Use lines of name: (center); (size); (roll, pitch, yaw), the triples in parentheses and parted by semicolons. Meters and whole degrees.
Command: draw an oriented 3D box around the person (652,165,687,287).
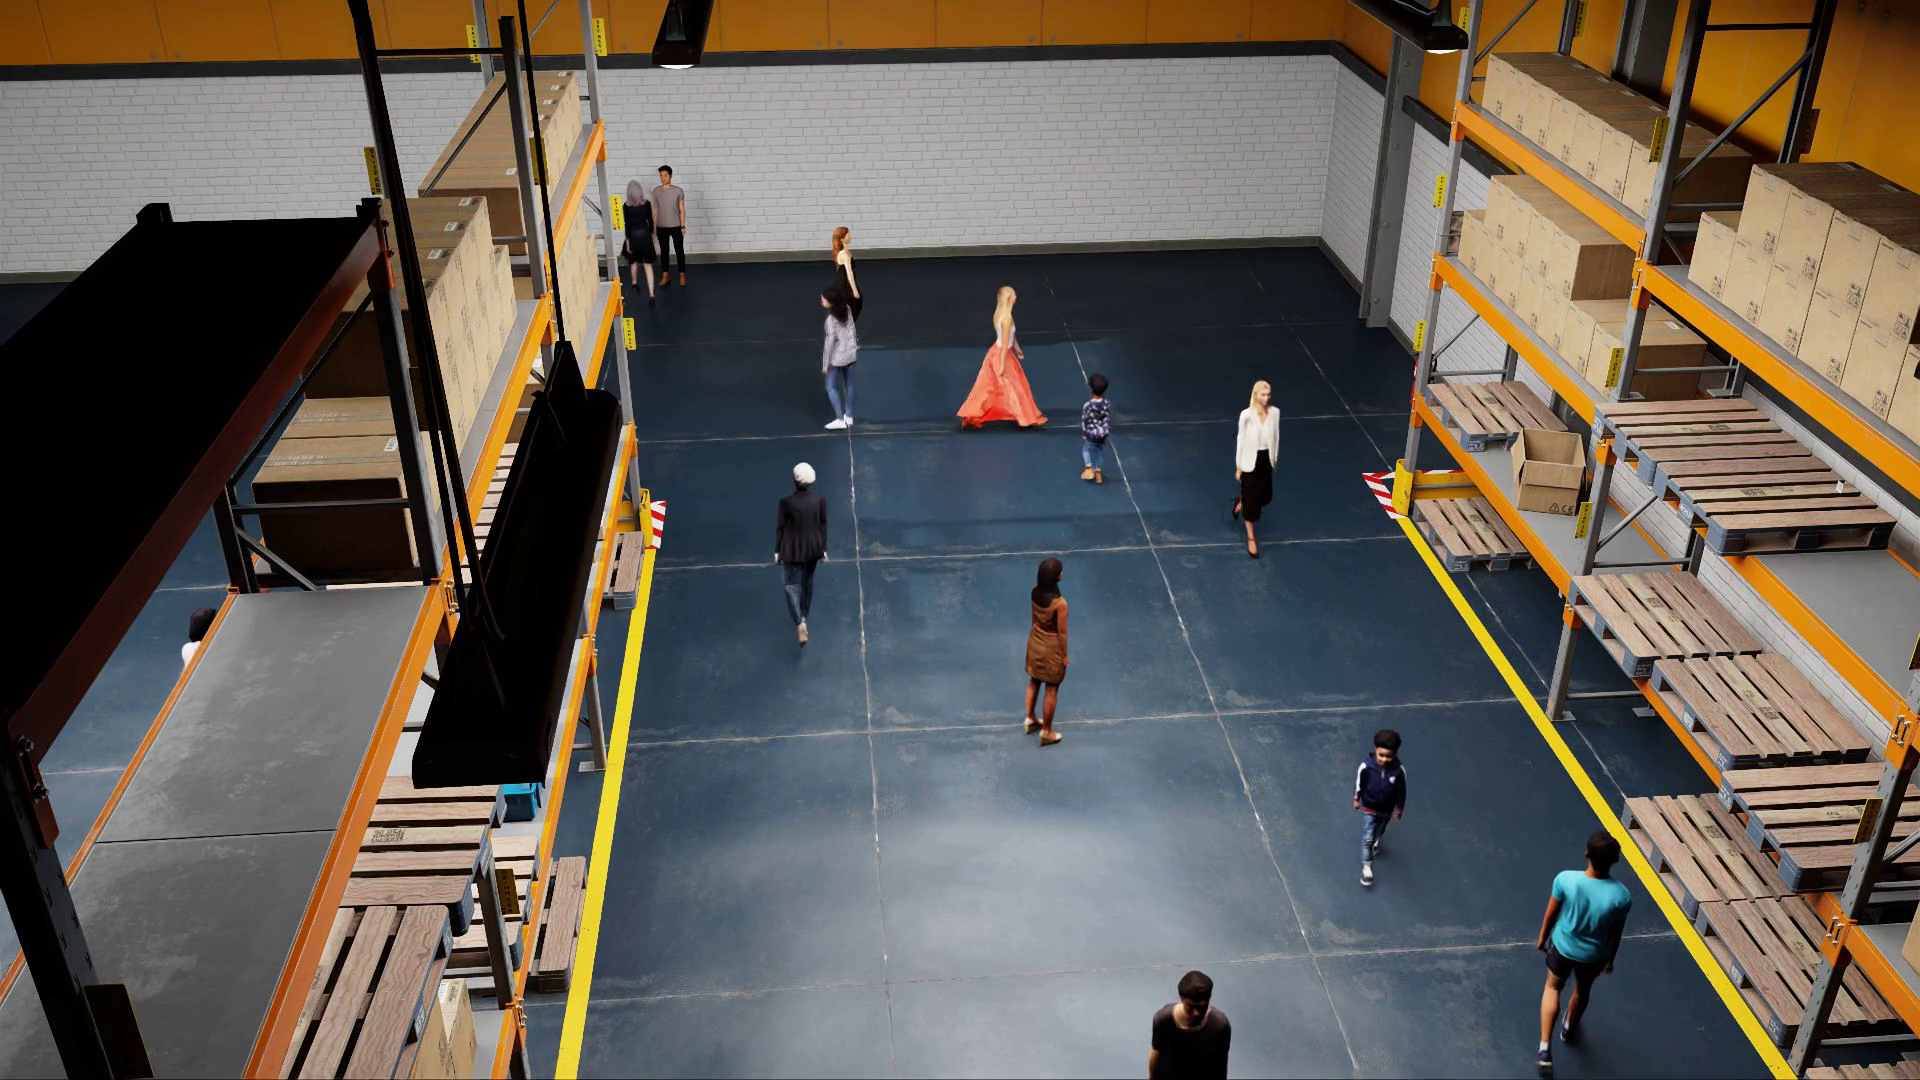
person: (-4.088, -4.447, 23.458); (0.630, 1.723, 0.553); (1, 29, 2)

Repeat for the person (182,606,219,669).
person: (-5.721, 1.345, 12.828); (0.614, 1.734, 0.626); (-2, 29, -3)

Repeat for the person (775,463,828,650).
person: (-1.463, 0.148, 14.999); (0.880, 1.764, 1.078); (-9, 30, -16)

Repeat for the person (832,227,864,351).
person: (-1.486, -3.249, 21.370); (0.691, 1.620, 0.574); (-10, 30, -18)

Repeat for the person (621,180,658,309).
person: (-4.329, -3.996, 22.664); (0.913, 1.692, 1.270); (-13, 31, -22)

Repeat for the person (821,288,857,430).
person: (-1.368, -2.133, 19.228); (0.774, 1.712, 0.829); (-18, 33, -29)

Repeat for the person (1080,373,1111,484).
person: (1.497, -1.182, 17.976); (0.540, 1.242, 0.533); (-10, 30, -17)

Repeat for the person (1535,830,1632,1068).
person: (3.885, 2.614, 10.473); (0.922, 1.762, 1.077); (13, 31, 22)

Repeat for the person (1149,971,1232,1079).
person: (1.299, 3.125, 9.590); (0.650, 1.711, 0.610); (4, 29, 7)

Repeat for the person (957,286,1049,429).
person: (0.385, -2.025, 18.994); (0.739, 1.746, 1.232); (-4, 29, -7)

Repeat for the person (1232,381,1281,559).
person: (2.902, -0.743, 16.541); (0.747, 1.845, 0.981); (-9, 30, -16)

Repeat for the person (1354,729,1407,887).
person: (3.117, 1.912, 12.343); (0.679, 1.203, 0.886); (6, 29, 11)

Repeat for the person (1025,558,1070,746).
person: (0.722, 0.904, 13.689); (0.700, 1.683, 0.602); (-20, 34, -32)
